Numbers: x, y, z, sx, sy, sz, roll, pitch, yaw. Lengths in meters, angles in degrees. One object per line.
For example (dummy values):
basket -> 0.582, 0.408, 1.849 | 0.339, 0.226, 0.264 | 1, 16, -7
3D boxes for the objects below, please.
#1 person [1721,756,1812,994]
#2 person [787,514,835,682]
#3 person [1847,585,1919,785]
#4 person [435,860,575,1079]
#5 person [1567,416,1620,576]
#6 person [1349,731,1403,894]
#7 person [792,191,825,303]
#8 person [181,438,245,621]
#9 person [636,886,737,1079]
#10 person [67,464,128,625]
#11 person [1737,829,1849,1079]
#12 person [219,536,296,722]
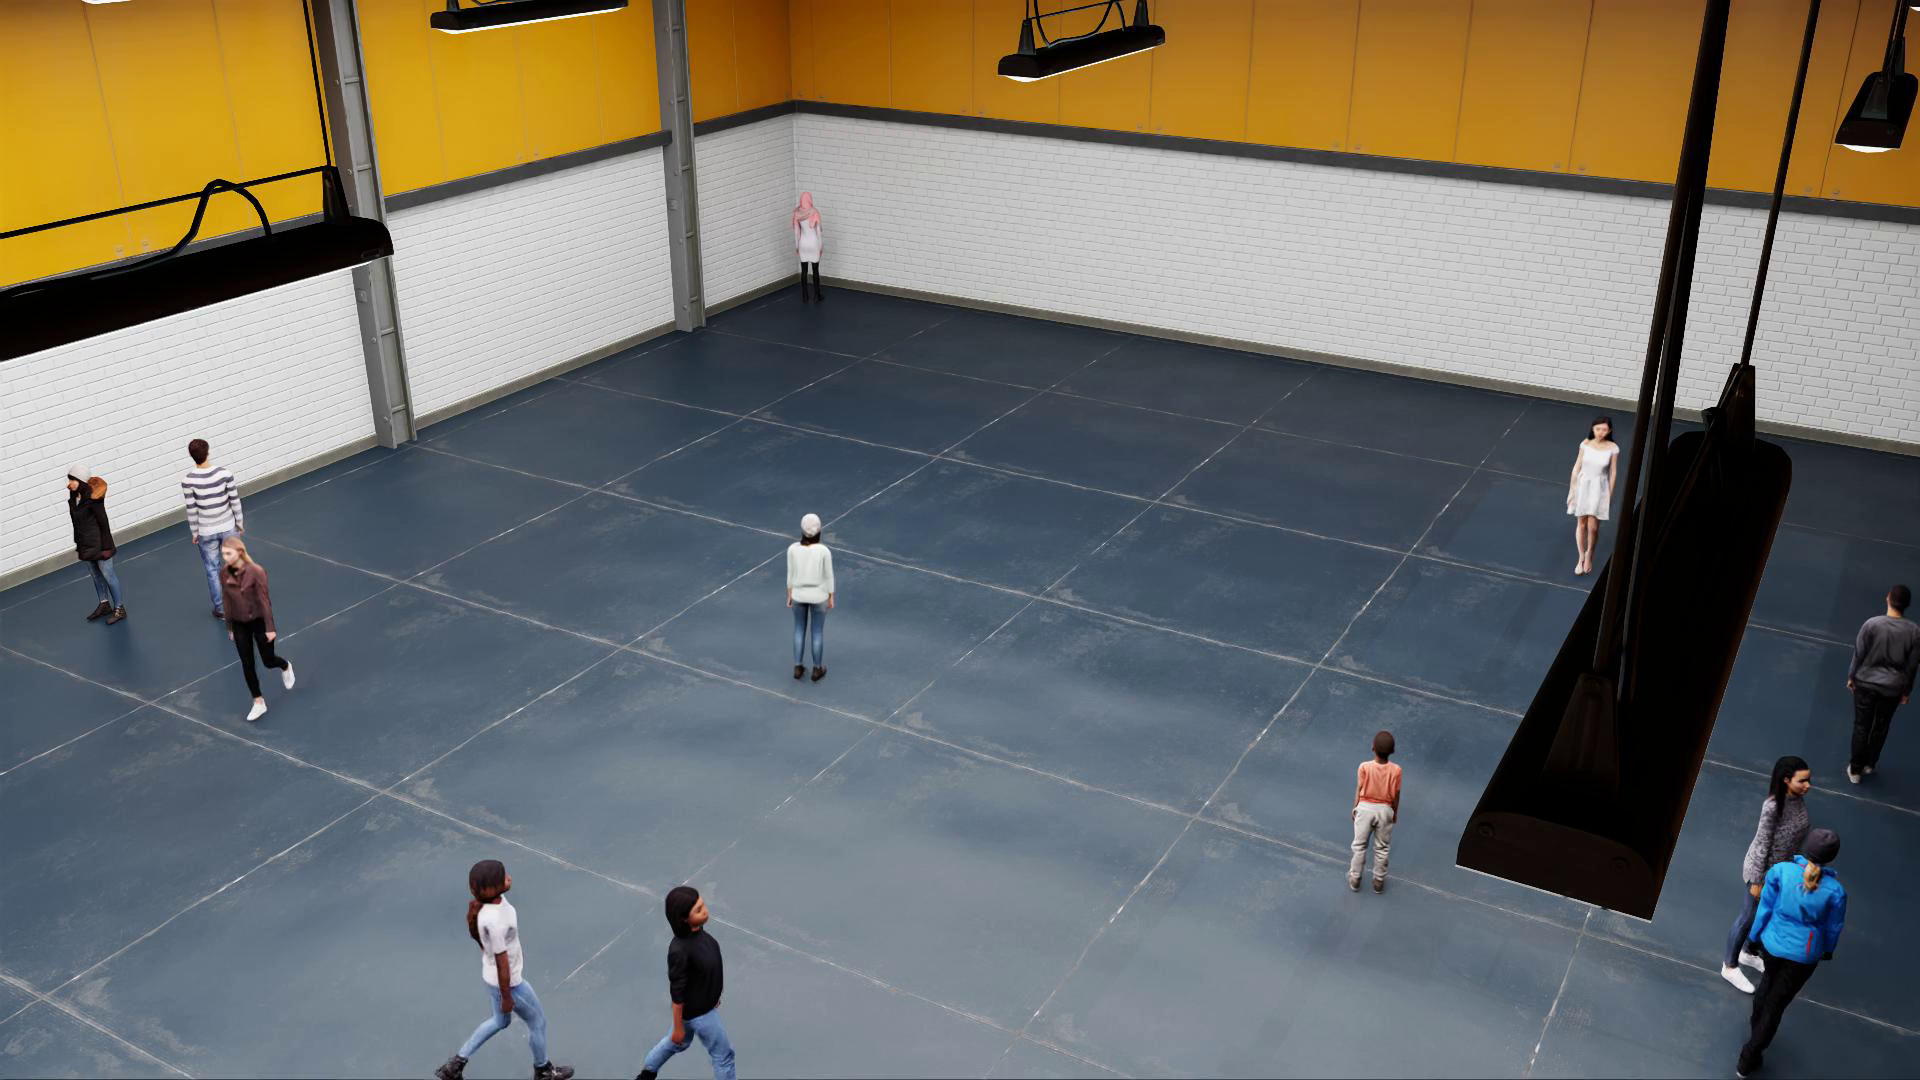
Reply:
person -> 5.472, 2.218, 11.246 | 0.592, 1.732, 0.738 | -17, 29, -34
person -> -1.371, 0.520, 15.241 | 0.655, 1.644, 0.646 | 2, 24, 5
person -> 7.483, 1.213, 13.516 | 0.663, 1.756, 0.638 | 10, 25, 21
person -> -2.862, 2.709, 10.169 | 1.119, 1.695, 0.984 | -10, 25, -21
person -> 6.606, -0.484, 17.390 | 0.630, 1.763, 0.665 | 15, 28, 30
person -> 3.062, 2.002, 12.267 | 0.538, 1.310, 0.564 | 3, 24, 7
person -> -2.474, -4.805, 27.224 | 0.697, 1.803, 0.690 | 4, 24, 10
person -> -7.349, -0.116, 16.437 | 0.641, 1.850, 0.780 | -14, 27, -30
person -> -1.680, 2.810, 9.983 | 0.970, 1.659, 1.137 | 2, 24, 4
person -> -8.530, 0.024, 16.388 | 0.644, 1.634, 0.625 | 11, 26, 23
person -> 5.101, 2.607, 10.303 | 0.915, 1.774, 0.765 | -22, 32, -40
person -> -6.220, 0.727, 14.705 | 0.829, 1.692, 0.990 | 3, 24, 6
